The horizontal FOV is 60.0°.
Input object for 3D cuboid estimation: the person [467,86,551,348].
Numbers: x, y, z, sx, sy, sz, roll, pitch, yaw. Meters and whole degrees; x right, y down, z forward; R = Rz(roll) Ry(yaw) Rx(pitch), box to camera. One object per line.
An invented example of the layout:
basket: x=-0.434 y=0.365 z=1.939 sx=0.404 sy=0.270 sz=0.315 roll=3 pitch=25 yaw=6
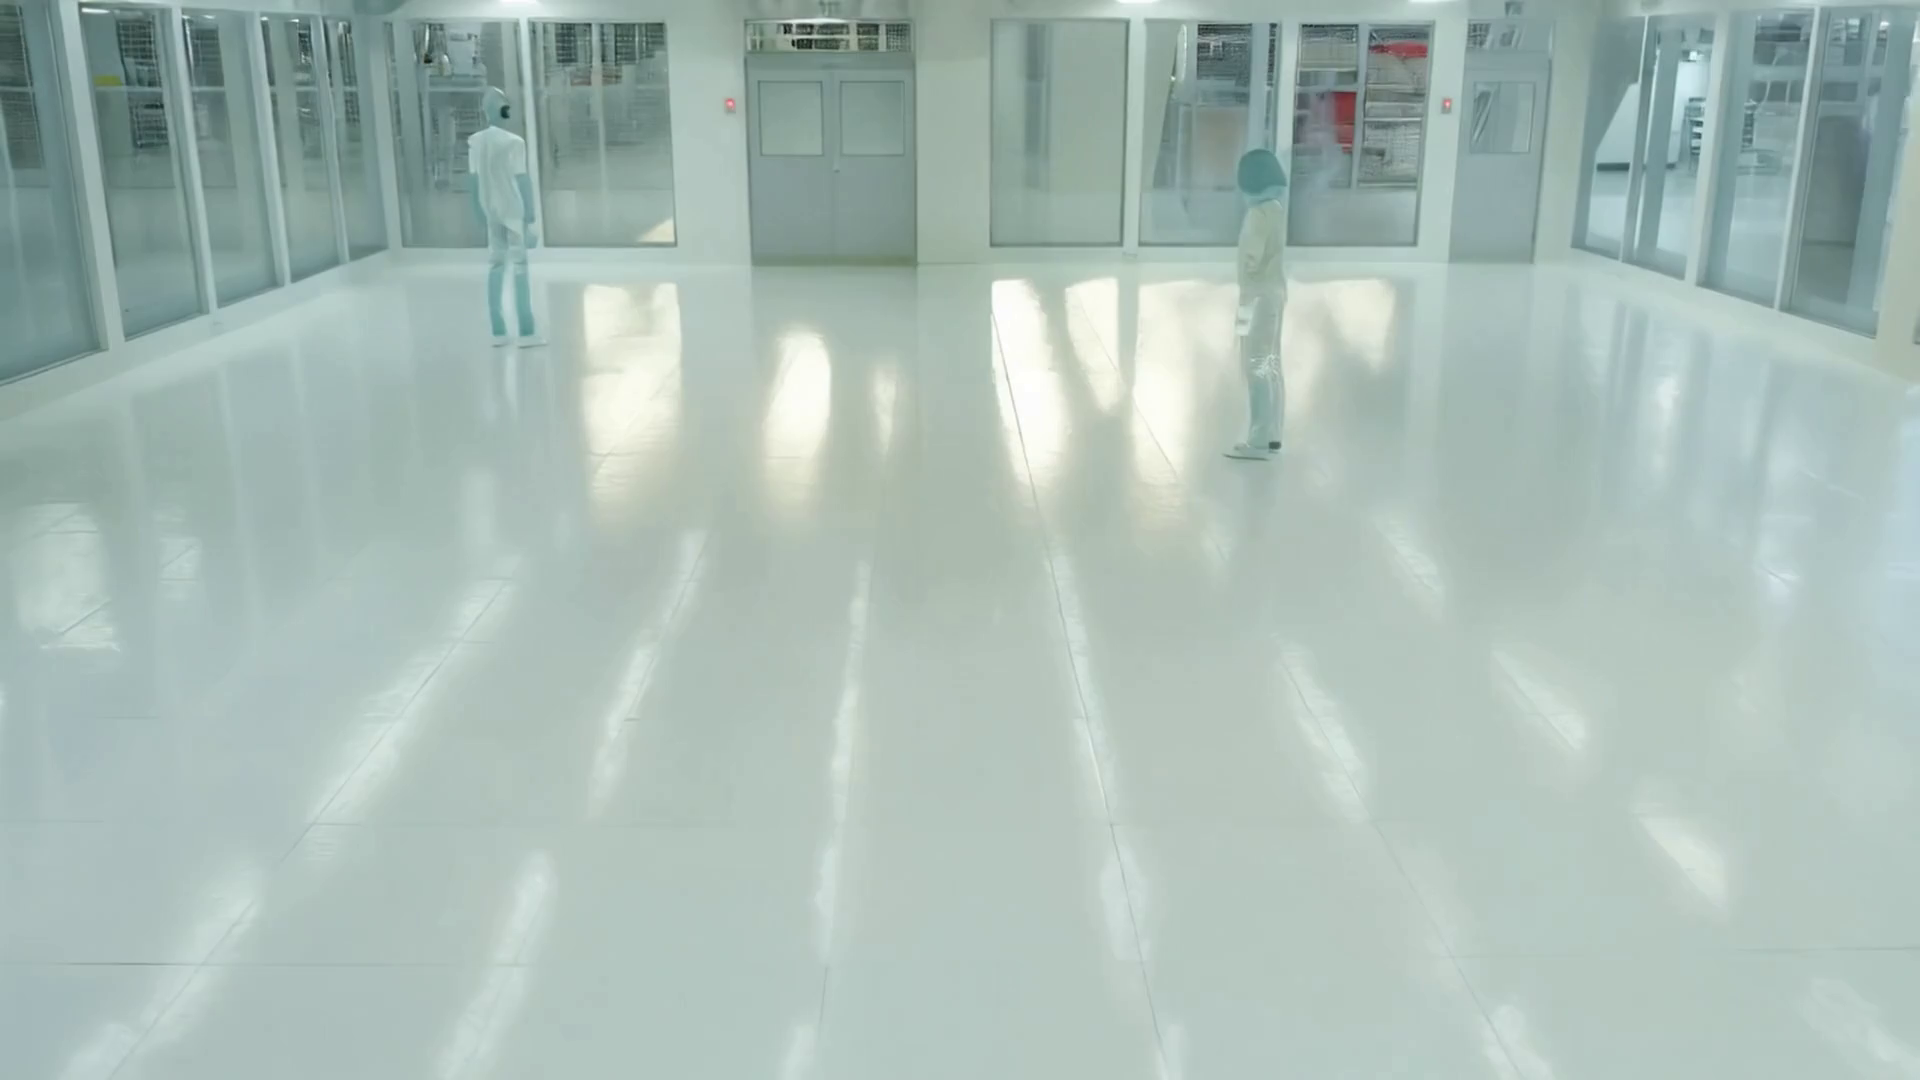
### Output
person: x=-3.307 y=-2.335 z=12.116 sx=0.514 sy=1.873 sz=0.329 roll=6 pitch=17 yaw=20

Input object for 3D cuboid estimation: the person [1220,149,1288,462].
person: x=1.573 y=-1.227 z=8.773 sx=0.280 sy=1.624 sz=0.494 roll=6 pitch=18 yaw=21
